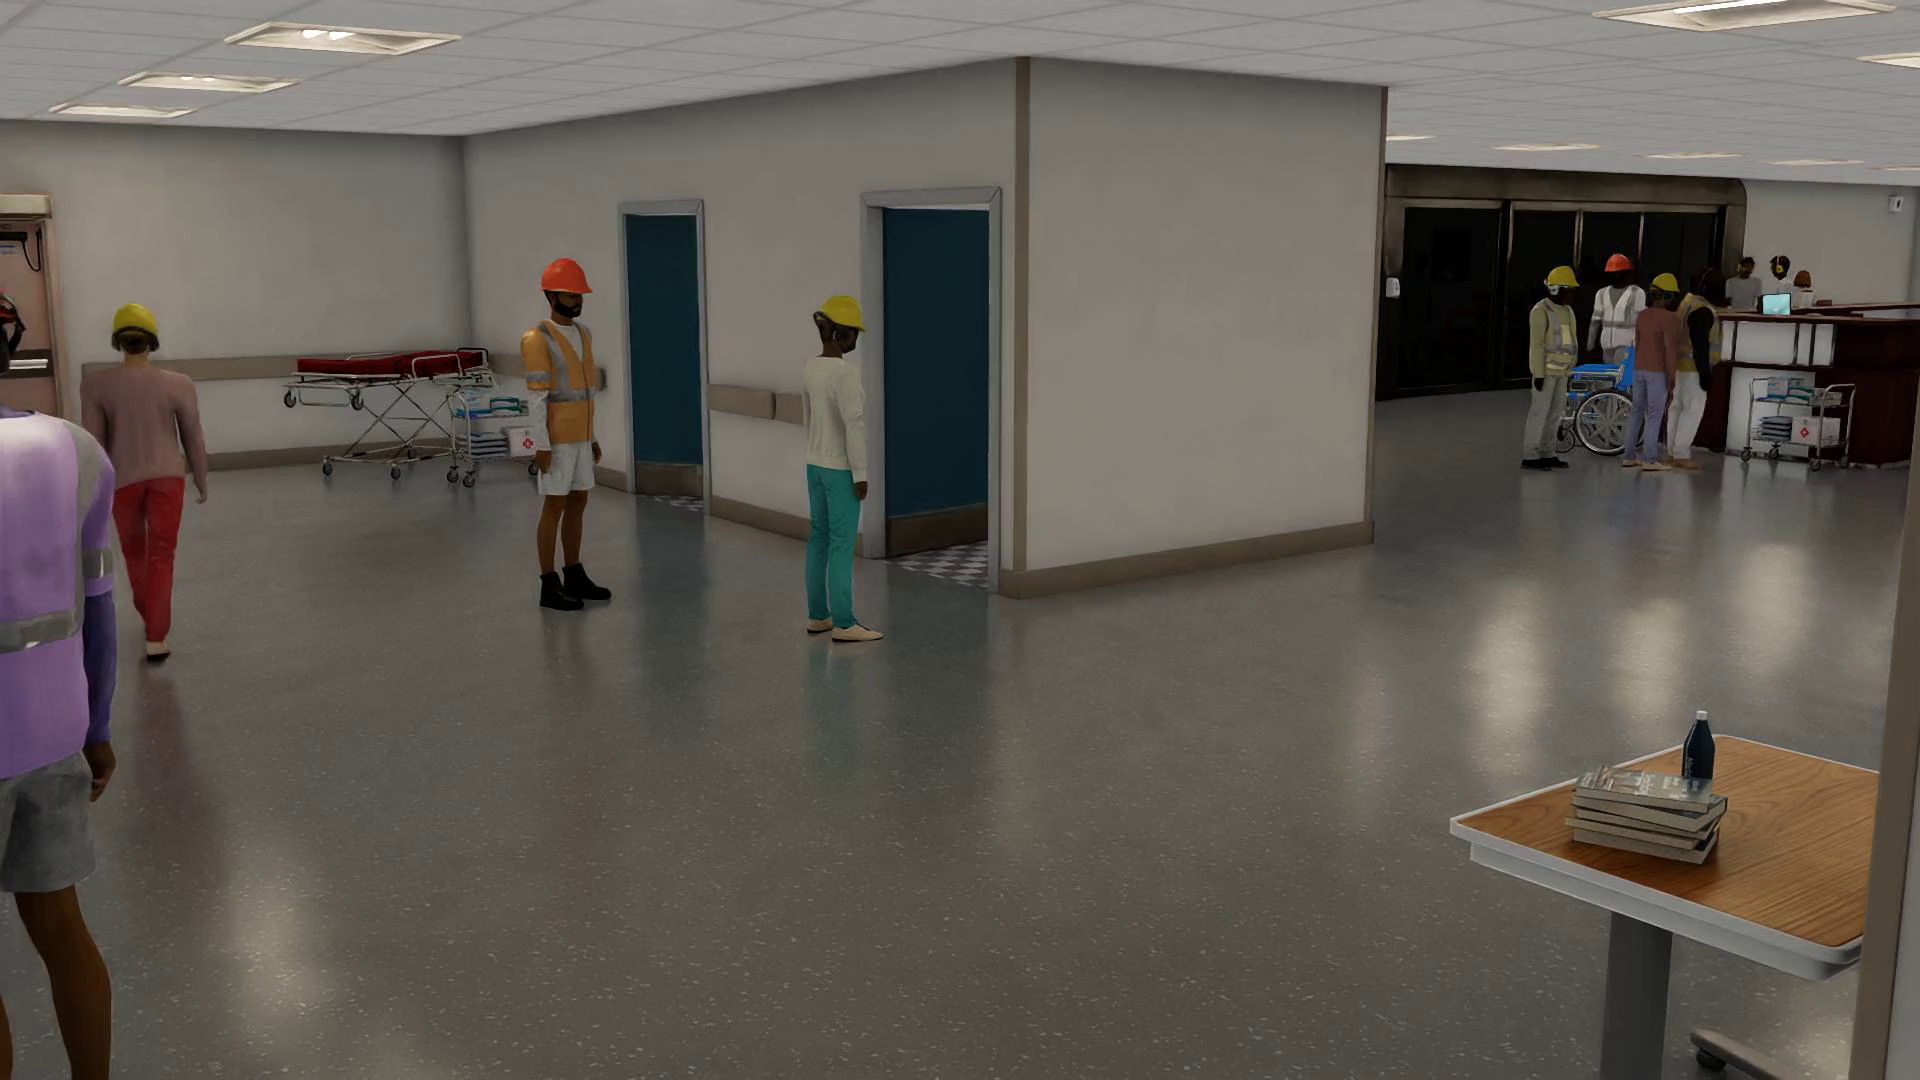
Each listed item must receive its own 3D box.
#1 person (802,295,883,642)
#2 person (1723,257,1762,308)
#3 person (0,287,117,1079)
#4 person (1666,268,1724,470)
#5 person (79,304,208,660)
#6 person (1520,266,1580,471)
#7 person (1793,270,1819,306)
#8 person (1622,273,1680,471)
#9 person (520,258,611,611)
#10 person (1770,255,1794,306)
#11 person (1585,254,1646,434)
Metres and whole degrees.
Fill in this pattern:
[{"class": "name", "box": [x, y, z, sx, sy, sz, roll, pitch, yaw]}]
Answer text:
[{"class": "person", "box": [-0.616, -0.361, 8.492, 0.319, 1.763, 0.522, -6, 12, -32]}, {"class": "person", "box": [11.420, -3.214, 24.341, 0.523, 1.837, 0.534, 3, 11, 18]}, {"class": "person", "box": [-2.014, 0.412, 3.432, 0.409, 2.028, 0.611, 3, 11, 17]}, {"class": "person", "box": [6.640, -1.547, 15.049, 0.433, 1.811, 0.763, 2, 10, 13]}, {"class": "person", "box": [-4.044, -0.308, 8.297, 0.541, 1.710, 0.914, -4, 11, -20]}, {"class": "person", "box": [5.292, -1.523, 14.842, 0.592, 1.825, 0.403, -9, 14, -41]}, {"class": "person", "box": [12.163, -3.086, 24.116, 0.498, 1.634, 0.281, 6, 12, 31]}, {"class": "person", "box": [6.224, -1.497, 14.879, 0.349, 1.758, 0.522, -3, 11, -16]}, {"class": "person", "box": [-2.170, -0.586, 9.253, 0.363, 1.935, 0.553, 4, 11, 20]}, {"class": "person", "box": [10.656, -2.763, 21.661, 0.333, 1.865, 0.520, 6, 12, 32]}, {"class": "person", "box": [6.920, -2.069, 17.669, 0.903, 1.894, 0.568, -8, 13, -37]}]
